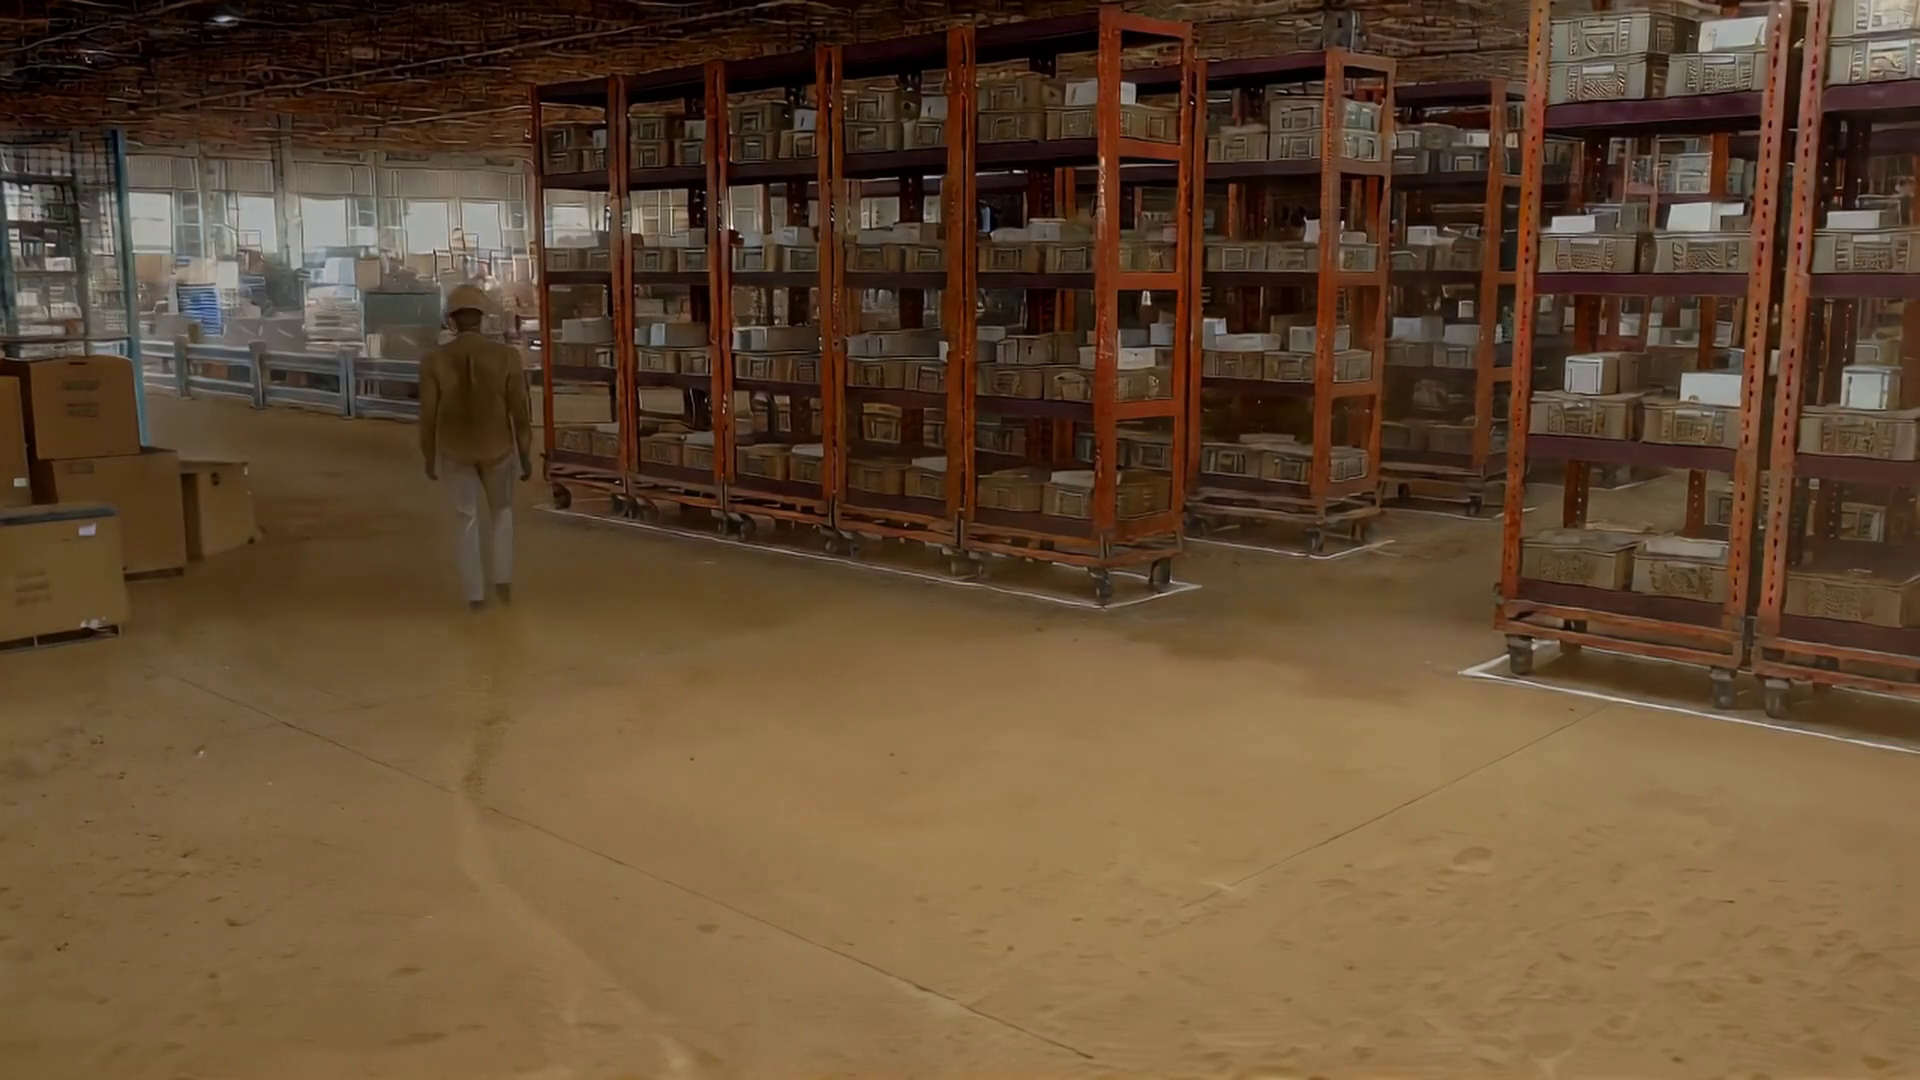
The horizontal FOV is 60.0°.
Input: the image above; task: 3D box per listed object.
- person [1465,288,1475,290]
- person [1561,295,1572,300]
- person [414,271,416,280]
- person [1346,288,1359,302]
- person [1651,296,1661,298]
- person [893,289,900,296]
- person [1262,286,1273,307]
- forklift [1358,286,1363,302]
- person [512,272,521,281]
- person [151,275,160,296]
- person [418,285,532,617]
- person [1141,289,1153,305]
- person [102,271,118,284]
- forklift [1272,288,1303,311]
[{"bbox_3d":[18.867,-8.802,61.517,0.541,1.707,0.957,7,12,38],"label":"person"},{"bbox_3d":[12.539,-4.433,34.331,0.599,1.830,0.404,-7,12,-37],"label":"person"},{"bbox_3d":[-28.811,-13.178,87.512,0.573,1.964,0.644,-9,13,-44],"label":"person"},{"bbox_3d":[10.052,-5.637,42.229,0.810,1.660,0.550,-5,10,-27],"label":"person"},{"bbox_3d":[13.048,-3.878,31.021,0.916,1.810,0.578,-1,9,-8],"label":"person"},{"bbox_3d":[-2.435,-9.276,64.449,0.320,1.692,0.531,1,9,9],"label":"person"},{"bbox_3d":[10.530,-8.082,56.664,0.636,1.852,1.014,8,12,42],"label":"person"},{"bbox_3d":[11.100,-7.017,46.970,1.873,2.768,1.129,9,13,43],"label":"forklift"},{"bbox_3d":[-25.286,-14.326,94.817,0.572,1.887,0.356,0,9,-3],"label":"person"},{"bbox_3d":[-34.454,-10.446,71.246,0.542,1.819,0.973,4,10,25],"label":"person"},{"bbox_3d":[-2.948,-0.555,10.128,0.654,1.964,0.837,-2,10,-14],"label":"person"},{"bbox_3d":[3.846,-4.741,35.865,0.607,1.947,0.405,1,9,9],"label":"person"},{"bbox_3d":[-31.334,-8.948,61.542,0.721,2.002,0.564,0,9,0],"label":"person"},{"bbox_3d":[11.372,-8.422,55.581,1.129,2.768,1.873,9,13,43],"label":"forklift"}]
